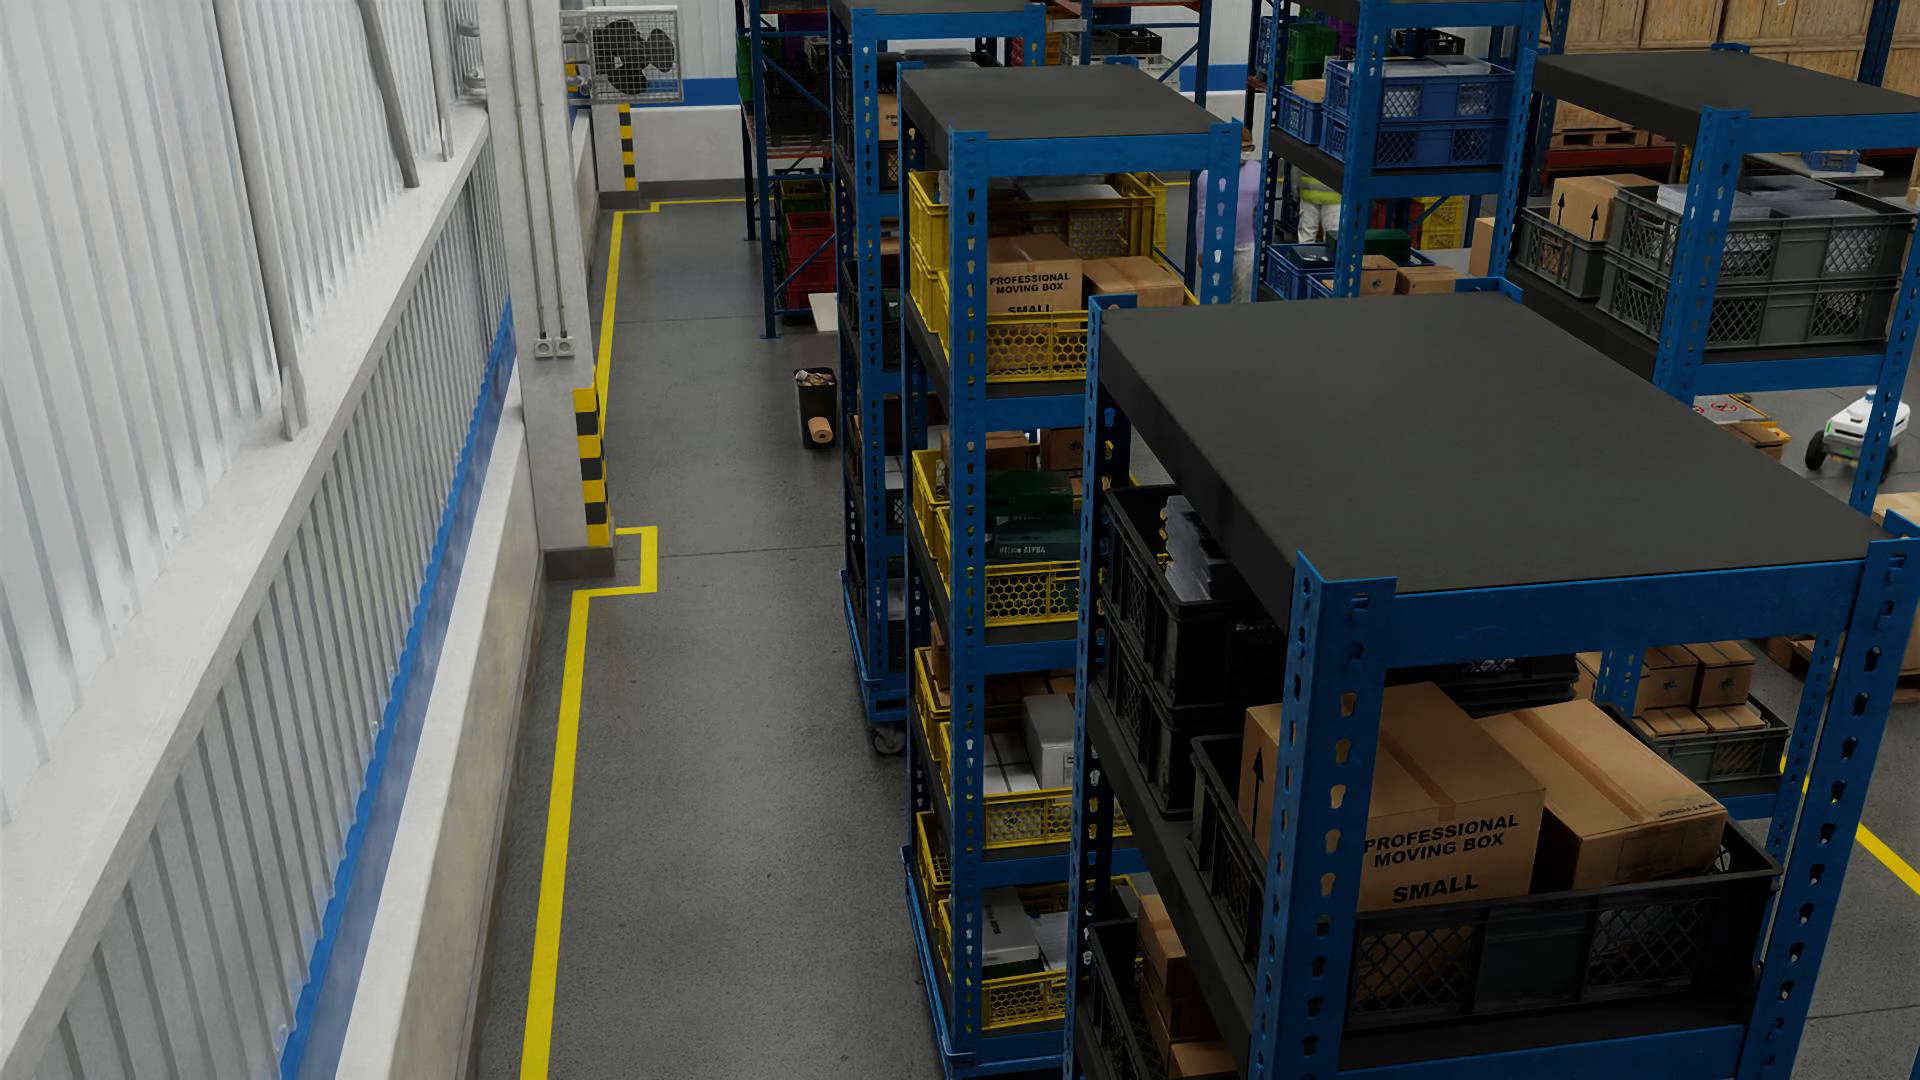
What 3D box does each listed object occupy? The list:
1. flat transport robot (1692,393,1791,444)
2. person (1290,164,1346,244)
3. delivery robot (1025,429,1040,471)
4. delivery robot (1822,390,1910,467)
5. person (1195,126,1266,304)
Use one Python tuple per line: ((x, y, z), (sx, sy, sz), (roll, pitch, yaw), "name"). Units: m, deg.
((5.224, -0.859, 12.132), (1.431, 0.197, 0.652), (-4, 25, -8), "flat transport robot")
((3.316, -3.114, 15.173), (0.624, 1.841, 0.430), (13, 28, 26), "person")
((0.540, -0.620, 11.167), (0.707, 0.478, 0.477), (13, 28, 27), "delivery robot")
((6.303, -0.798, 11.555), (0.707, 0.478, 0.477), (-22, 33, -39), "delivery robot")
((2.186, -2.399, 13.512), (0.630, 1.932, 0.363), (-10, 27, -22), "person")
